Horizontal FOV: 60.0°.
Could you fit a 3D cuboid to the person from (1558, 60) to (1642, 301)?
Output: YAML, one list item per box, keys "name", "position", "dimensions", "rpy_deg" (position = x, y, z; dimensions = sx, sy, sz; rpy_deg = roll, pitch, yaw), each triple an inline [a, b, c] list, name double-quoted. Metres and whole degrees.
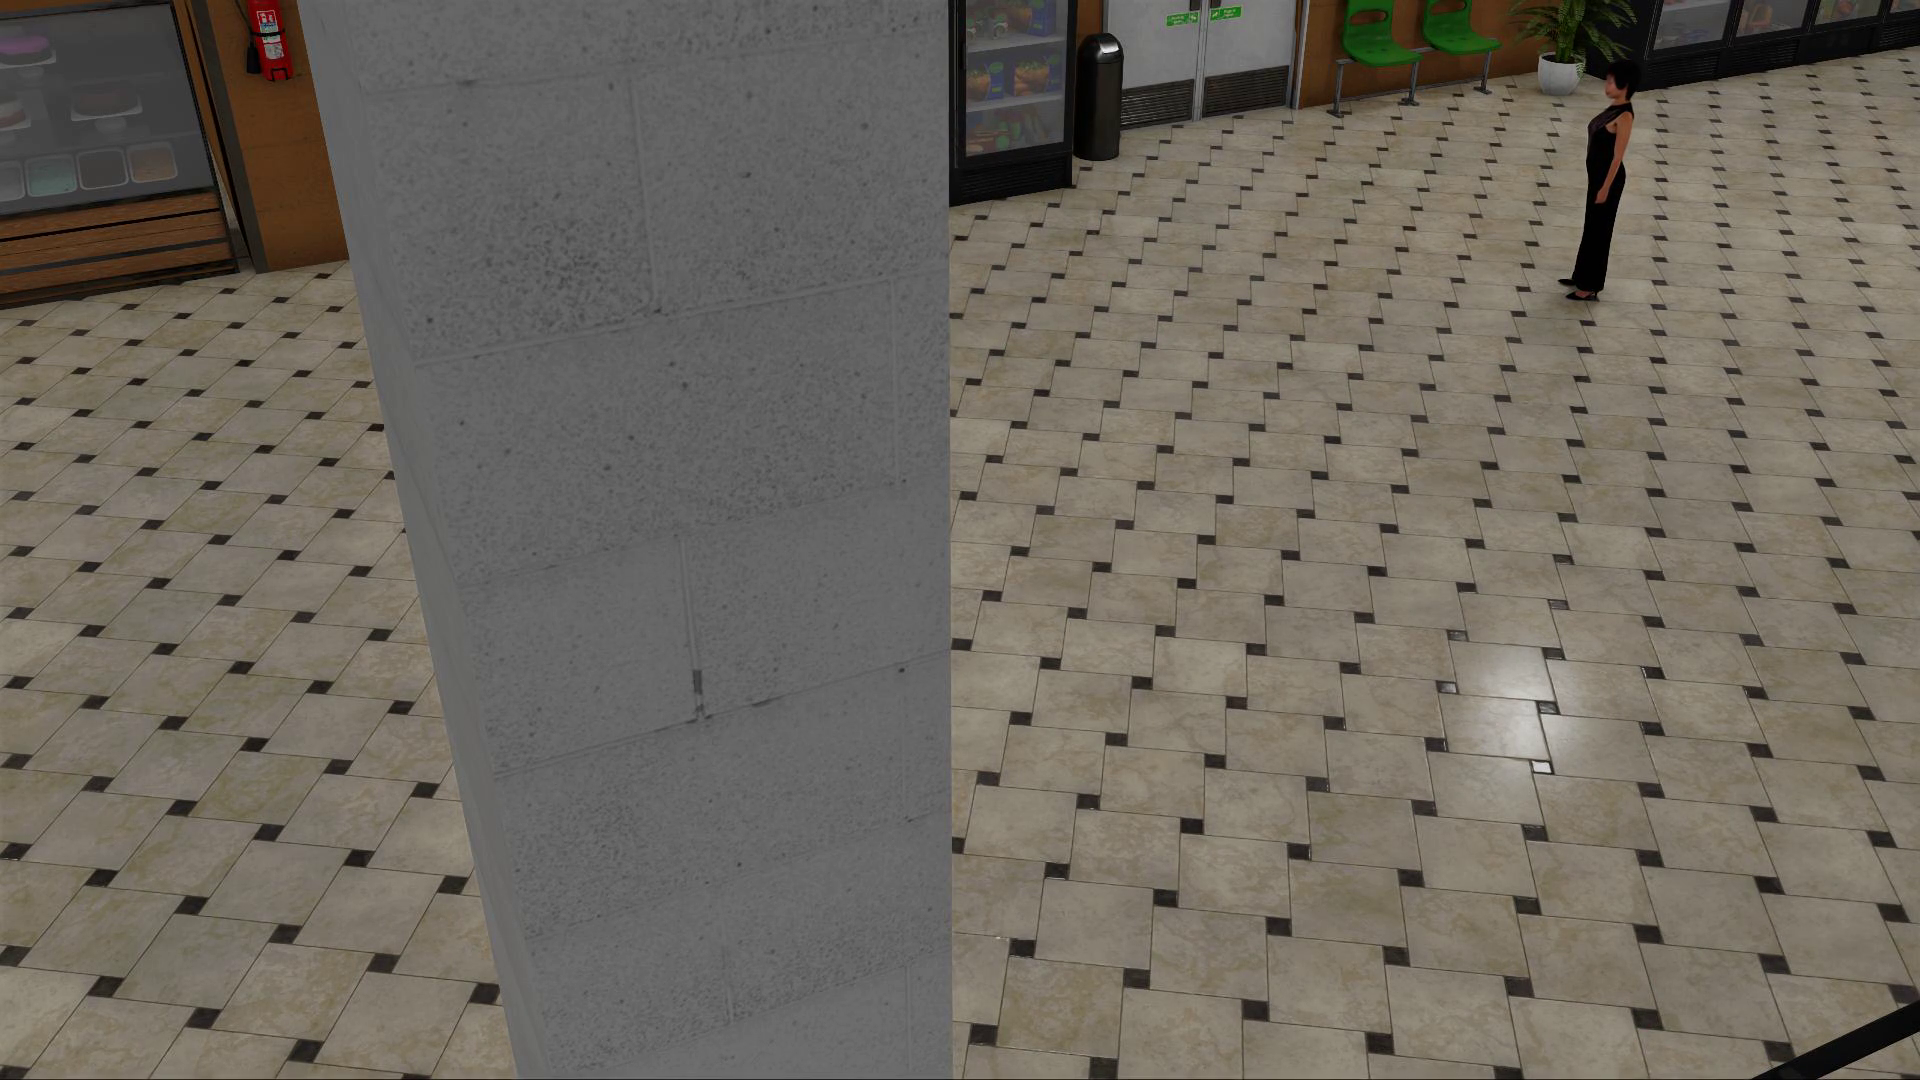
- name: "person"
  position: [4.279, -2.381, 11.019]
  dimensions: [0.719, 1.608, 0.619]
  rpy_deg: [5, 32, 7]
